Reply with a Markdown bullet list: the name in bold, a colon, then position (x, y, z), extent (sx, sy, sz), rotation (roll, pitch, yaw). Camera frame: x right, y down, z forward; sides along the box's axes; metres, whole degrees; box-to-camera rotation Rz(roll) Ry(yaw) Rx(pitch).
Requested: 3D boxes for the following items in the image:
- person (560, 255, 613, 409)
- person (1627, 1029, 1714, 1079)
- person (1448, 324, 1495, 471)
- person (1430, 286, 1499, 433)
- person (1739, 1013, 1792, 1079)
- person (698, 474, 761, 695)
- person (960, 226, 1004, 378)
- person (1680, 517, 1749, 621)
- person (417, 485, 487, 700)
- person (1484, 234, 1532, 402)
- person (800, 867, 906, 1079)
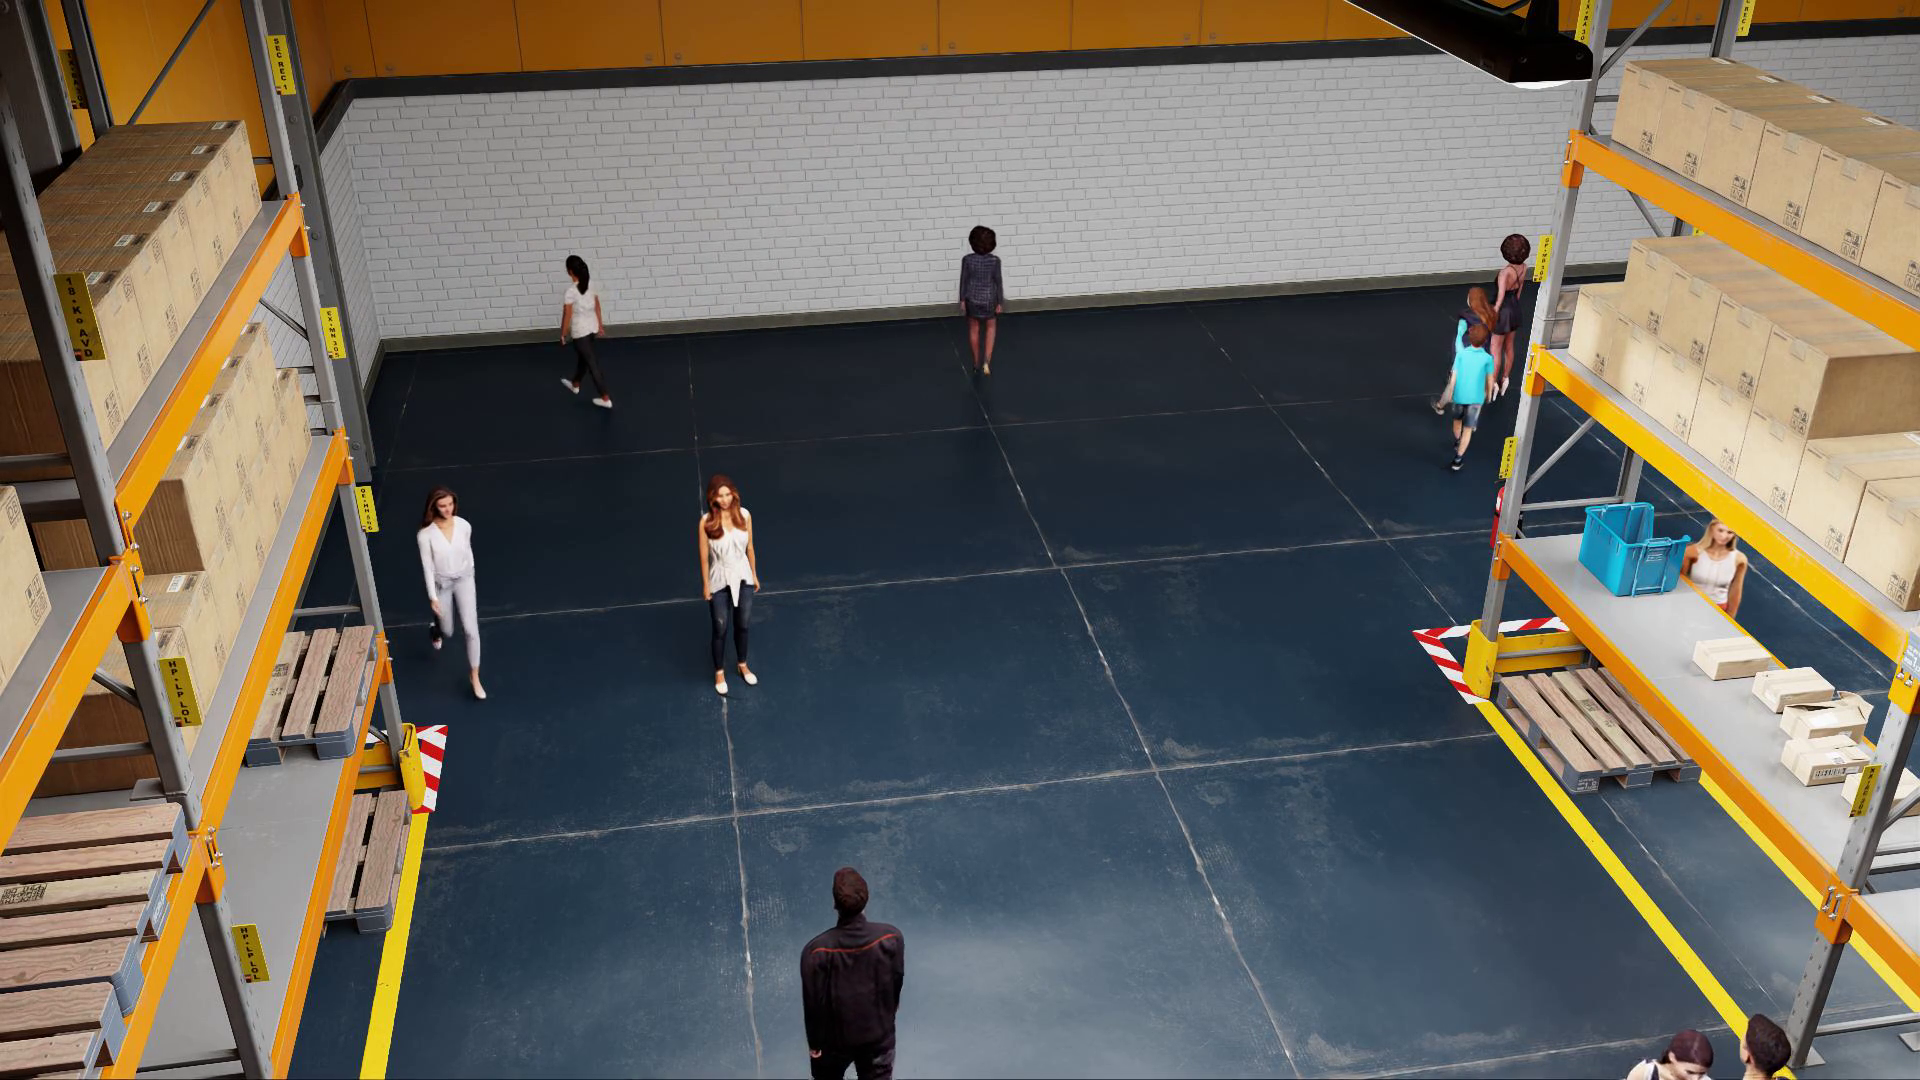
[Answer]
- **person**: position (-3.806, -2.117, 17.163), extent (1.023, 1.613, 1.004), rotation (16, 32, 26)
- **person**: position (3.301, 2.884, 7.976), extent (0.648, 1.632, 0.686), rotation (2, 29, 4)
- **person**: position (4.876, -1.352, 15.973), extent (0.873, 1.409, 1.022), rotation (12, 31, 21)
- **person**: position (5.183, -1.794, 16.723), extent (0.627, 1.469, 0.915), rotation (-8, 30, -15)
- **person**: position (3.534, 2.968, 7.609), extent (0.644, 1.835, 0.647), rotation (-4, 29, -8)
- **person**: position (-1.741, 0.312, 12.531), extent (0.662, 1.784, 0.630), rotation (-14, 32, -24)
- **person**: position (0.220, -2.504, 17.793), extent (0.703, 1.689, 0.768), rotation (1, 29, 2)
- **person**: position (5.355, 0.569, 12.045), extent (0.730, 1.799, 0.762), rotation (8, 30, 15)
- **person**: position (-3.857, 0.362, 12.485), extent (0.848, 1.741, 1.084), rotation (-19, 34, -31)
- **person**: position (5.700, -2.330, 17.370), extent (0.643, 1.790, 0.670), rotation (-21, 35, -33)
- **person**: position (-0.511, 2.523, 8.373), extent (0.740, 1.884, 0.984), rotation (-7, 29, -13)
